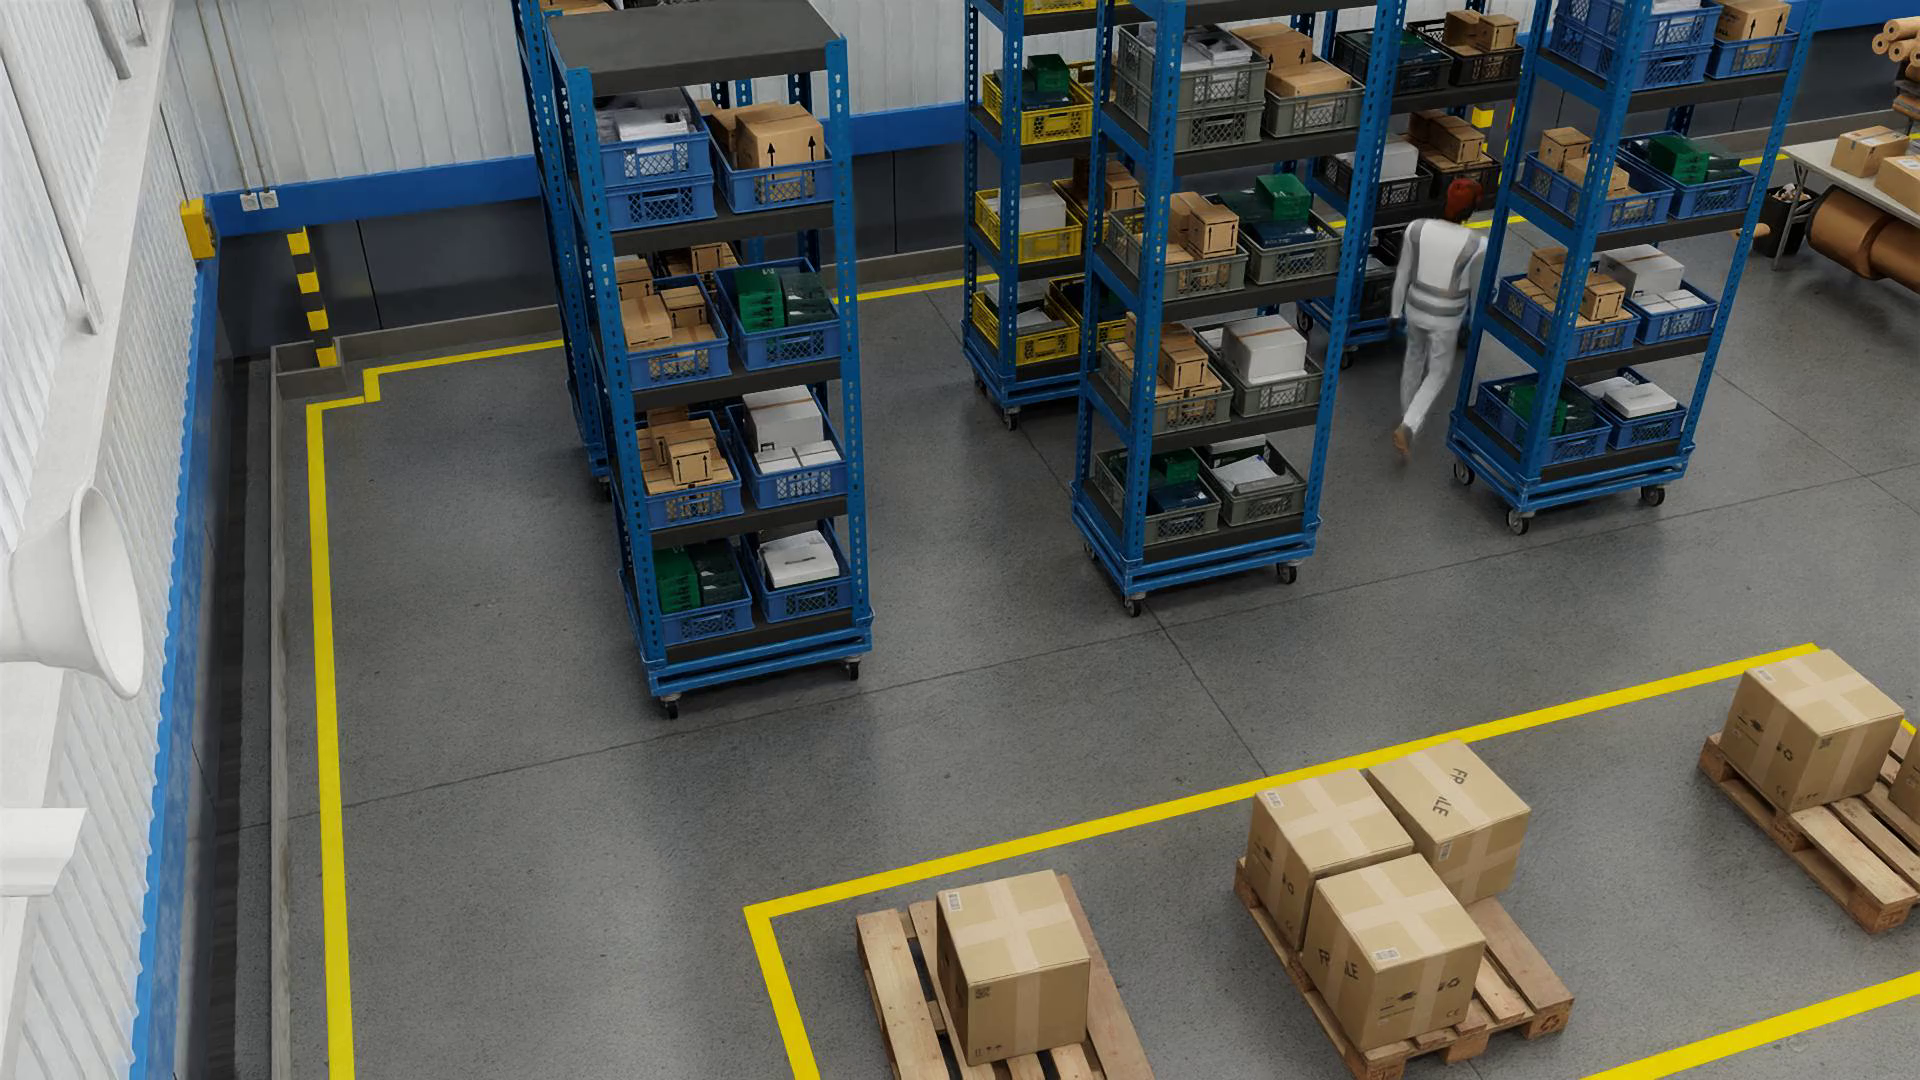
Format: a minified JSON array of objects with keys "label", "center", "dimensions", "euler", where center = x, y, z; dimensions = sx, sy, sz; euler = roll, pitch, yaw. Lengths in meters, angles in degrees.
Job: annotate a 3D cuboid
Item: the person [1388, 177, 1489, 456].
[{"label":"person","center":[3.026,-1.424,10.693],"dimensions":[0.592,1.864,0.748],"euler":[26,43,32]}]
